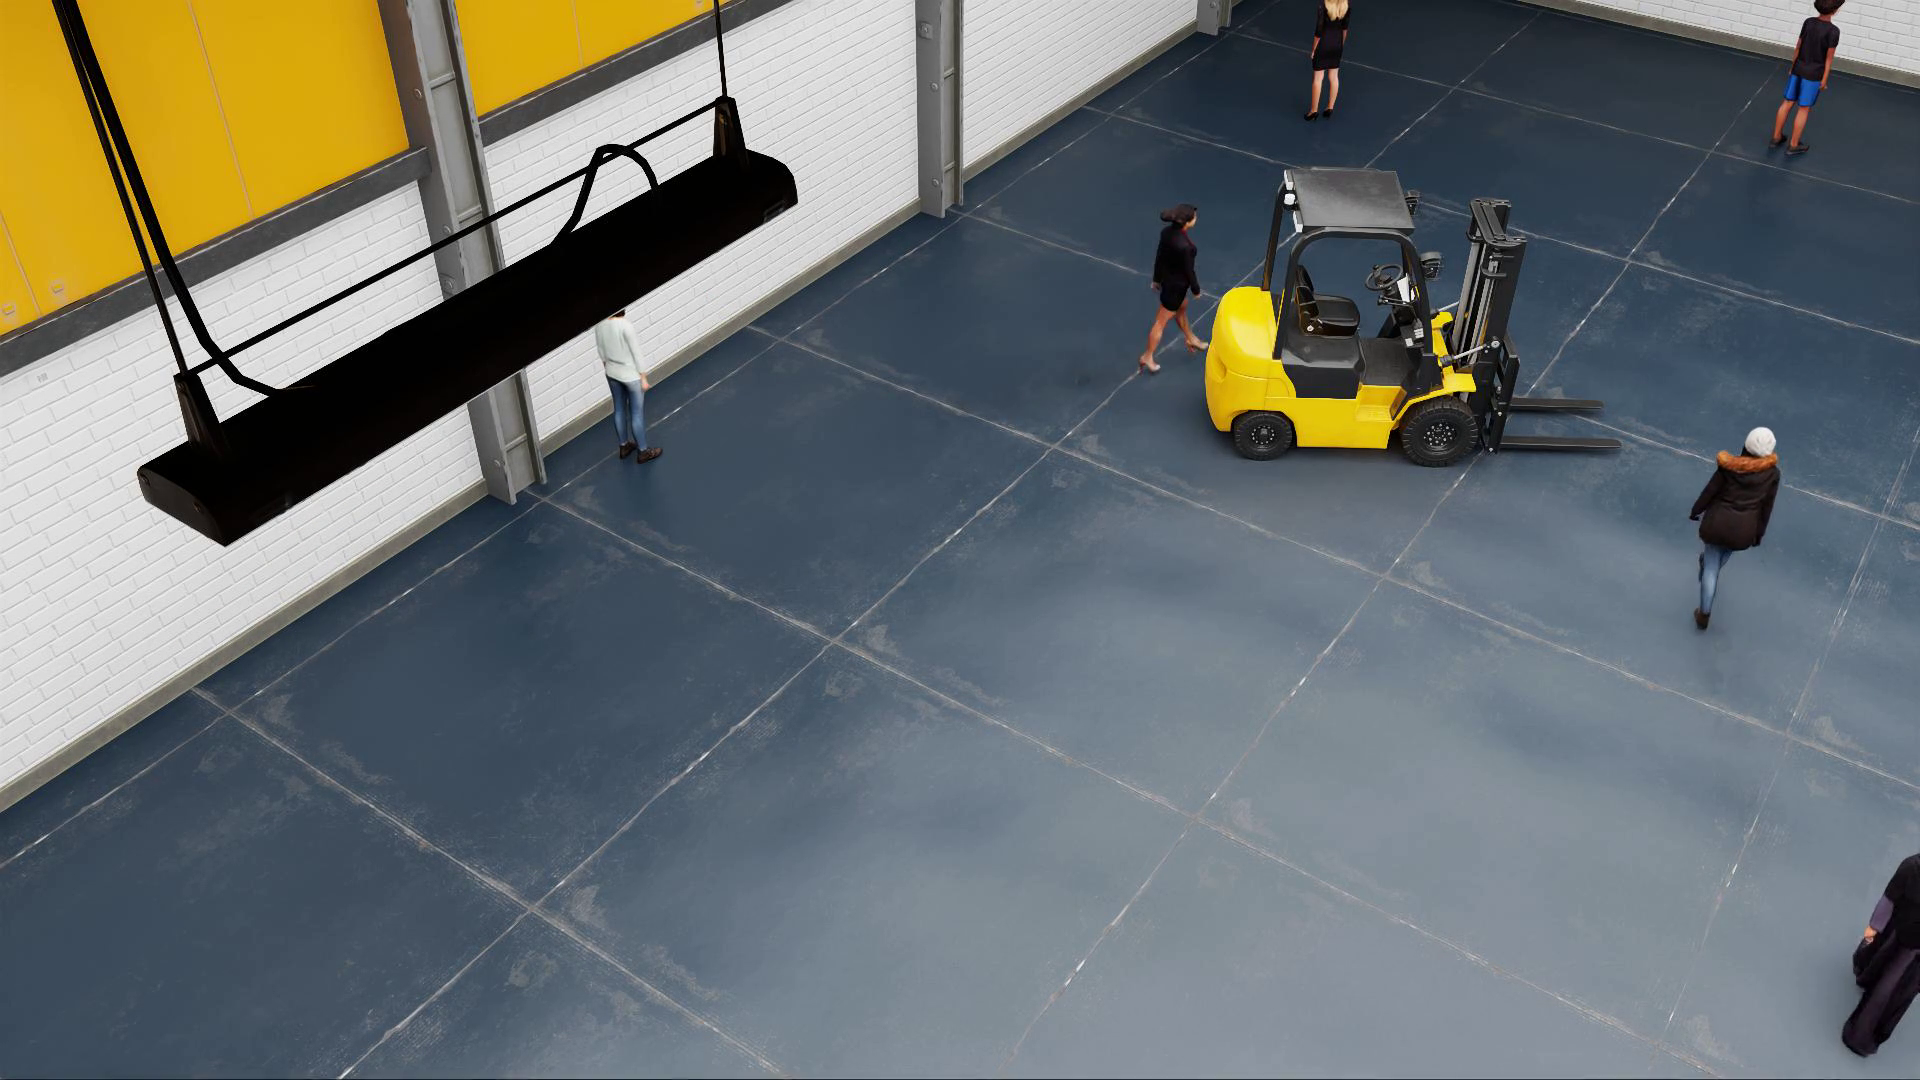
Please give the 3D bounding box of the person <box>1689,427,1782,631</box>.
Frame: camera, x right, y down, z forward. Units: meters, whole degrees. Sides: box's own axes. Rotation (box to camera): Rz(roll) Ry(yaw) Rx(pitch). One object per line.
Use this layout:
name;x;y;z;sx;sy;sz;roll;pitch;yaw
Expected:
person;5.511;-0.057;11.905;0.879;1.595;1.109;8;39;10

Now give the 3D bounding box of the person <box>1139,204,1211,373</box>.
person;1.786;-2.150;14.512;1.012;1.612;0.899;-10;40;-13

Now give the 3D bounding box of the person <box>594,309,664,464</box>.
person;-2.727;-1.363;13.501;0.585;1.643;0.517;20;43;23

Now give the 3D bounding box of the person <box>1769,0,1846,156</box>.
person;9.200;-5.085;18.036;0.708;1.800;0.691;-21;43;-24

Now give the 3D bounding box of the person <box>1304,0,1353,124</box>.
person;4.138;-5.513;18.672;0.578;1.677;0.670;-12;40;-14

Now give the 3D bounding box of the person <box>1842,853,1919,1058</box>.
person;5.270;2.122;9.177;0.648;1.593;1.017;28;47;31
